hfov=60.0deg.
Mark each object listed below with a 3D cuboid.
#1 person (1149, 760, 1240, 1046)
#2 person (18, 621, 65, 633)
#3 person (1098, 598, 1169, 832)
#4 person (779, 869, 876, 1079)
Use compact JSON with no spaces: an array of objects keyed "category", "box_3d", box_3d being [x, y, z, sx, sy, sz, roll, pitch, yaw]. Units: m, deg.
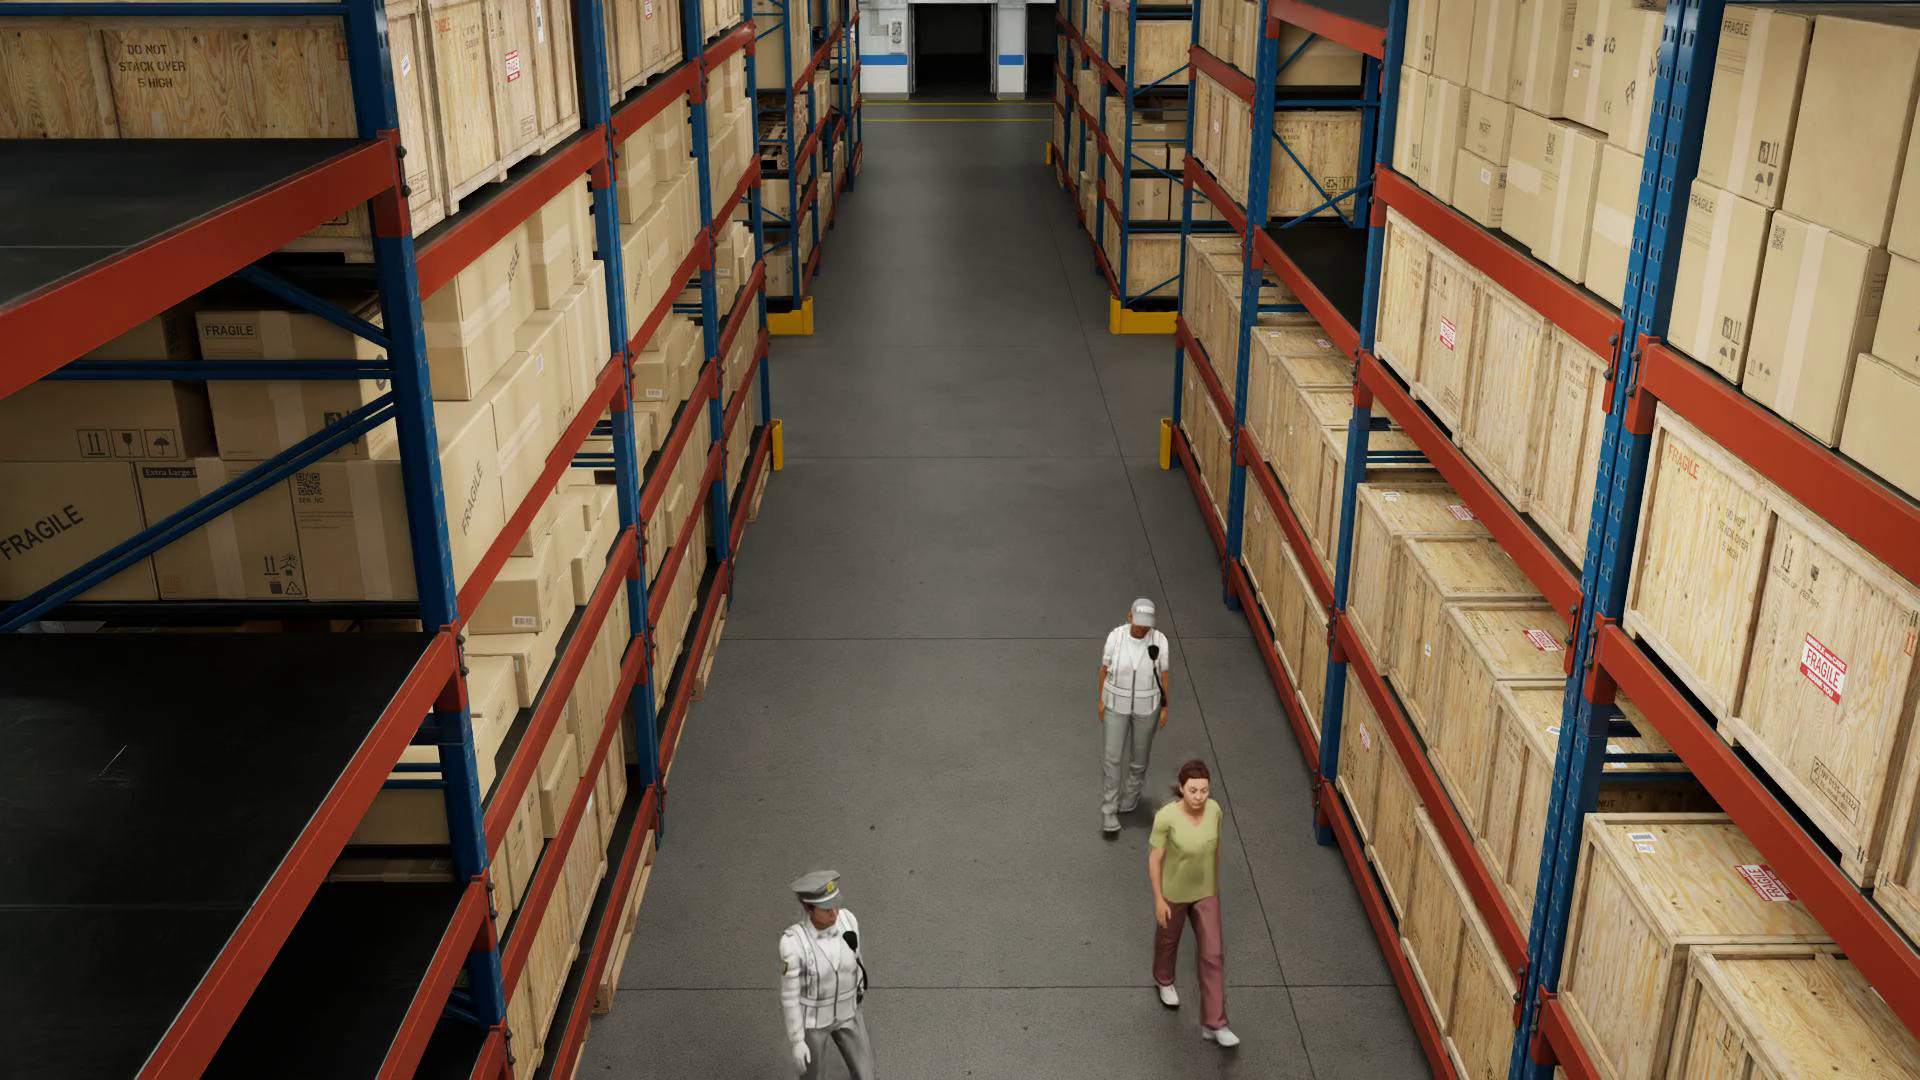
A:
[{"category":"person","box_3d":[1.308,2.043,9.424,0.471,1.645,0.842,-4,22,-9]},{"category":"person","box_3d":[-7.670,0.363,13.720,0.436,1.671,0.404,1,22,3]},{"category":"person","box_3d":[1.203,1.218,11.567,0.493,1.652,0.698,2,22,5]},{"category":"person","box_3d":[-0.671,2.431,8.418,0.497,1.699,0.418,-12,25,-28]}]
